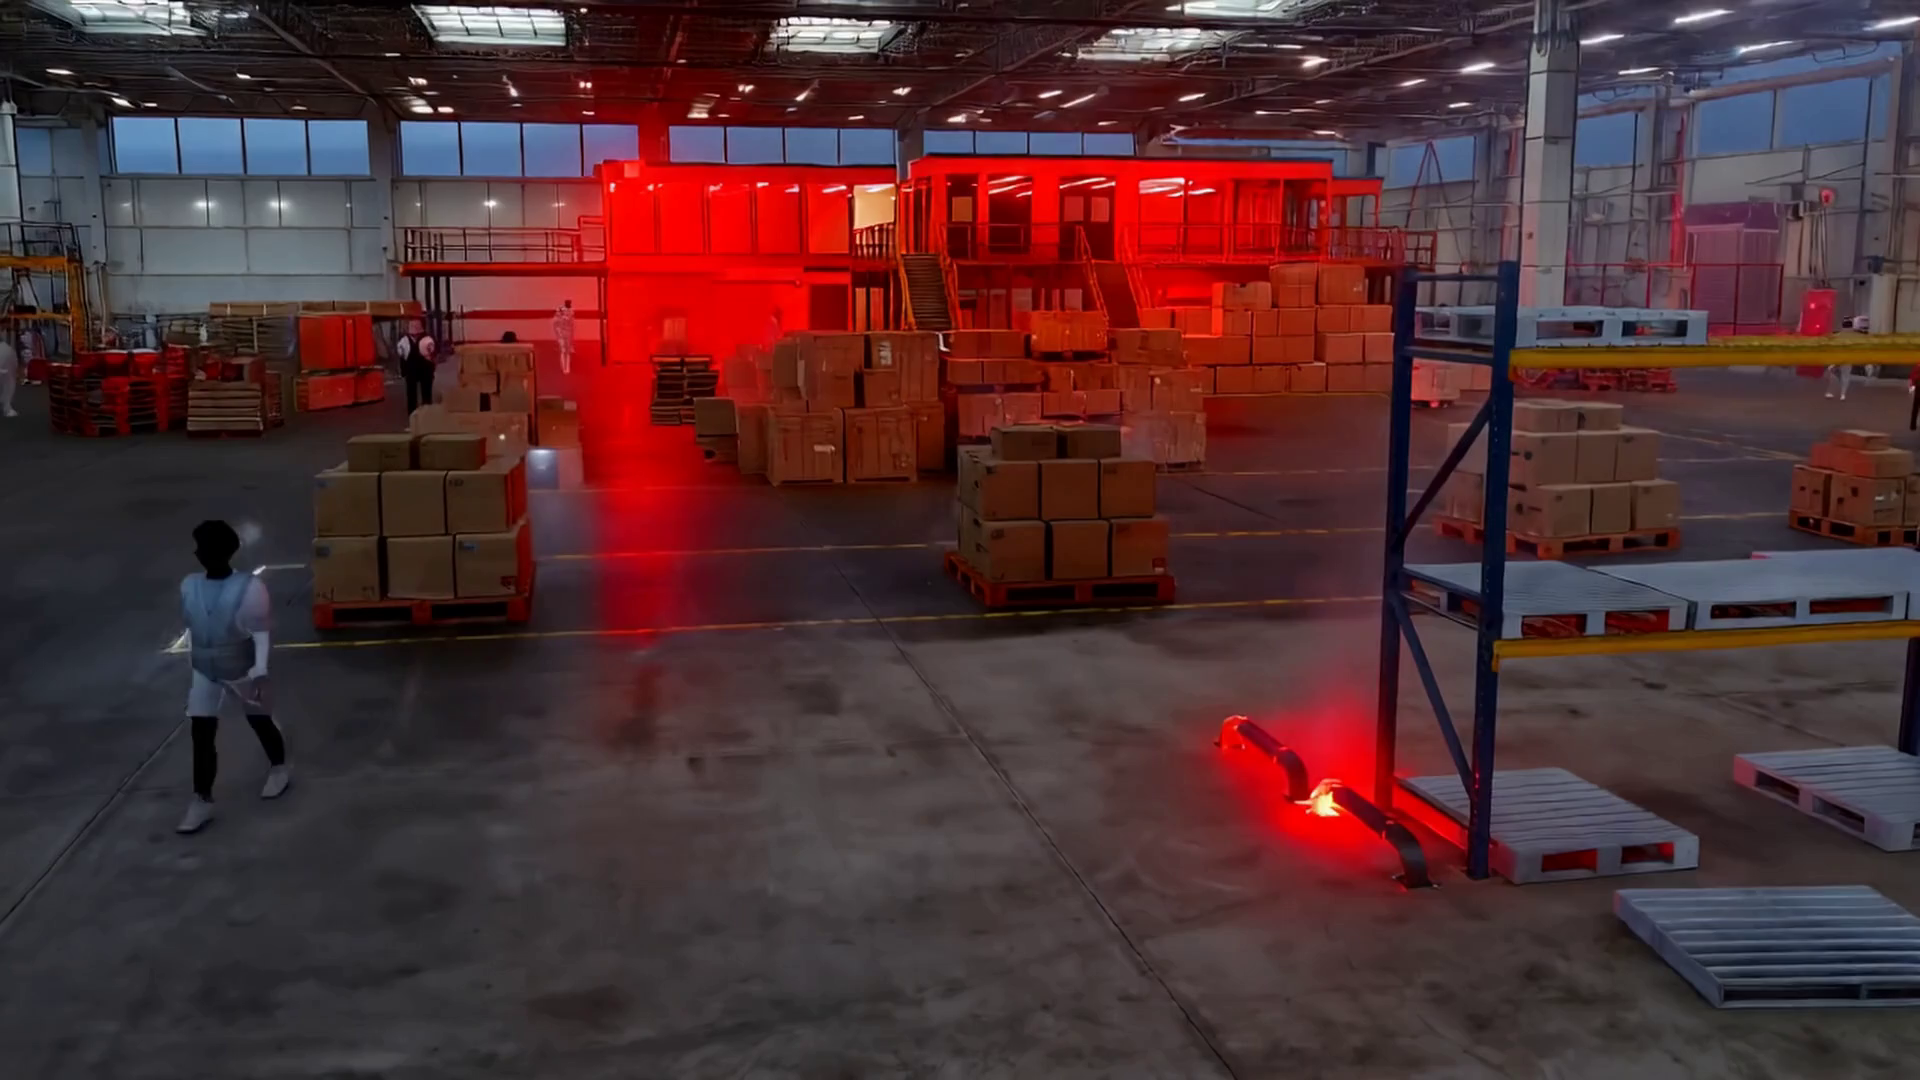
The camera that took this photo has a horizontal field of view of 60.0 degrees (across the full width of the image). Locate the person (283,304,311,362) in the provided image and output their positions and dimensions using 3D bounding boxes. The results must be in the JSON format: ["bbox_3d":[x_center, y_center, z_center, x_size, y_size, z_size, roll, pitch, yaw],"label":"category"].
[{"bbox_3d":[-21.018,-6.534,52.586,0.841,1.859,0.581,-8,12,-40],"label":"person"}]

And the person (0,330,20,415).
[{"bbox_3d":[-19.379,-3.379,33.670,0.527,1.744,0.726,1,9,6],"label":"person"}]

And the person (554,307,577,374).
[{"bbox_3d":[-11.128,-5.618,46.902,0.563,1.891,0.989,-4,10,-23],"label":"person"}]

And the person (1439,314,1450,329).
[{"bbox_3d":[13.192,-5.346,45.254,0.999,1.881,0.574,-8,12,-39],"label":"person"}]

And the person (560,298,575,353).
[{"bbox_3d":[-13.660,-7.456,57.976,0.384,1.922,0.593,7,12,36],"label":"person"}]

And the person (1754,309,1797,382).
[{"bbox_3d":[21.500,-5.099,43.624,0.999,1.927,0.706,7,12,38],"label":"person"}]

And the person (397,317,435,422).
[{"bbox_3d":[-10.550,-3.311,32.359,0.683,2.000,0.538,-2,10,-13],"label":"person"}]

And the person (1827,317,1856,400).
[{"bbox_3d":[20.086,-4.128,37.845,0.616,1.870,0.995,2,10,13],"label":"person"}]

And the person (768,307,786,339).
[{"bbox_3d":[-4.477,-4.689,40.790,0.517,2.026,0.637,6,11,35],"label":"person"}]

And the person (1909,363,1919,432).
[{"bbox_3d":[17.678,-2.879,30.331,0.622,1.845,0.429,5,11,28],"label":"person"}]

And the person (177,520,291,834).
[{"bbox_3d":[-3.986,0.699,9.099,0.543,1.654,0.862,1,9,8],"label":"person"}]

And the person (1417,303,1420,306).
[{"bbox_3d":[17.823,-8.683,65.395,0.390,1.945,0.603,9,13,43],"label":"person"}]

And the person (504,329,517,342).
[{"bbox_3d":[-7.804,-2.711,29.056,0.660,1.921,0.545,2,10,13],"label":"person"}]
